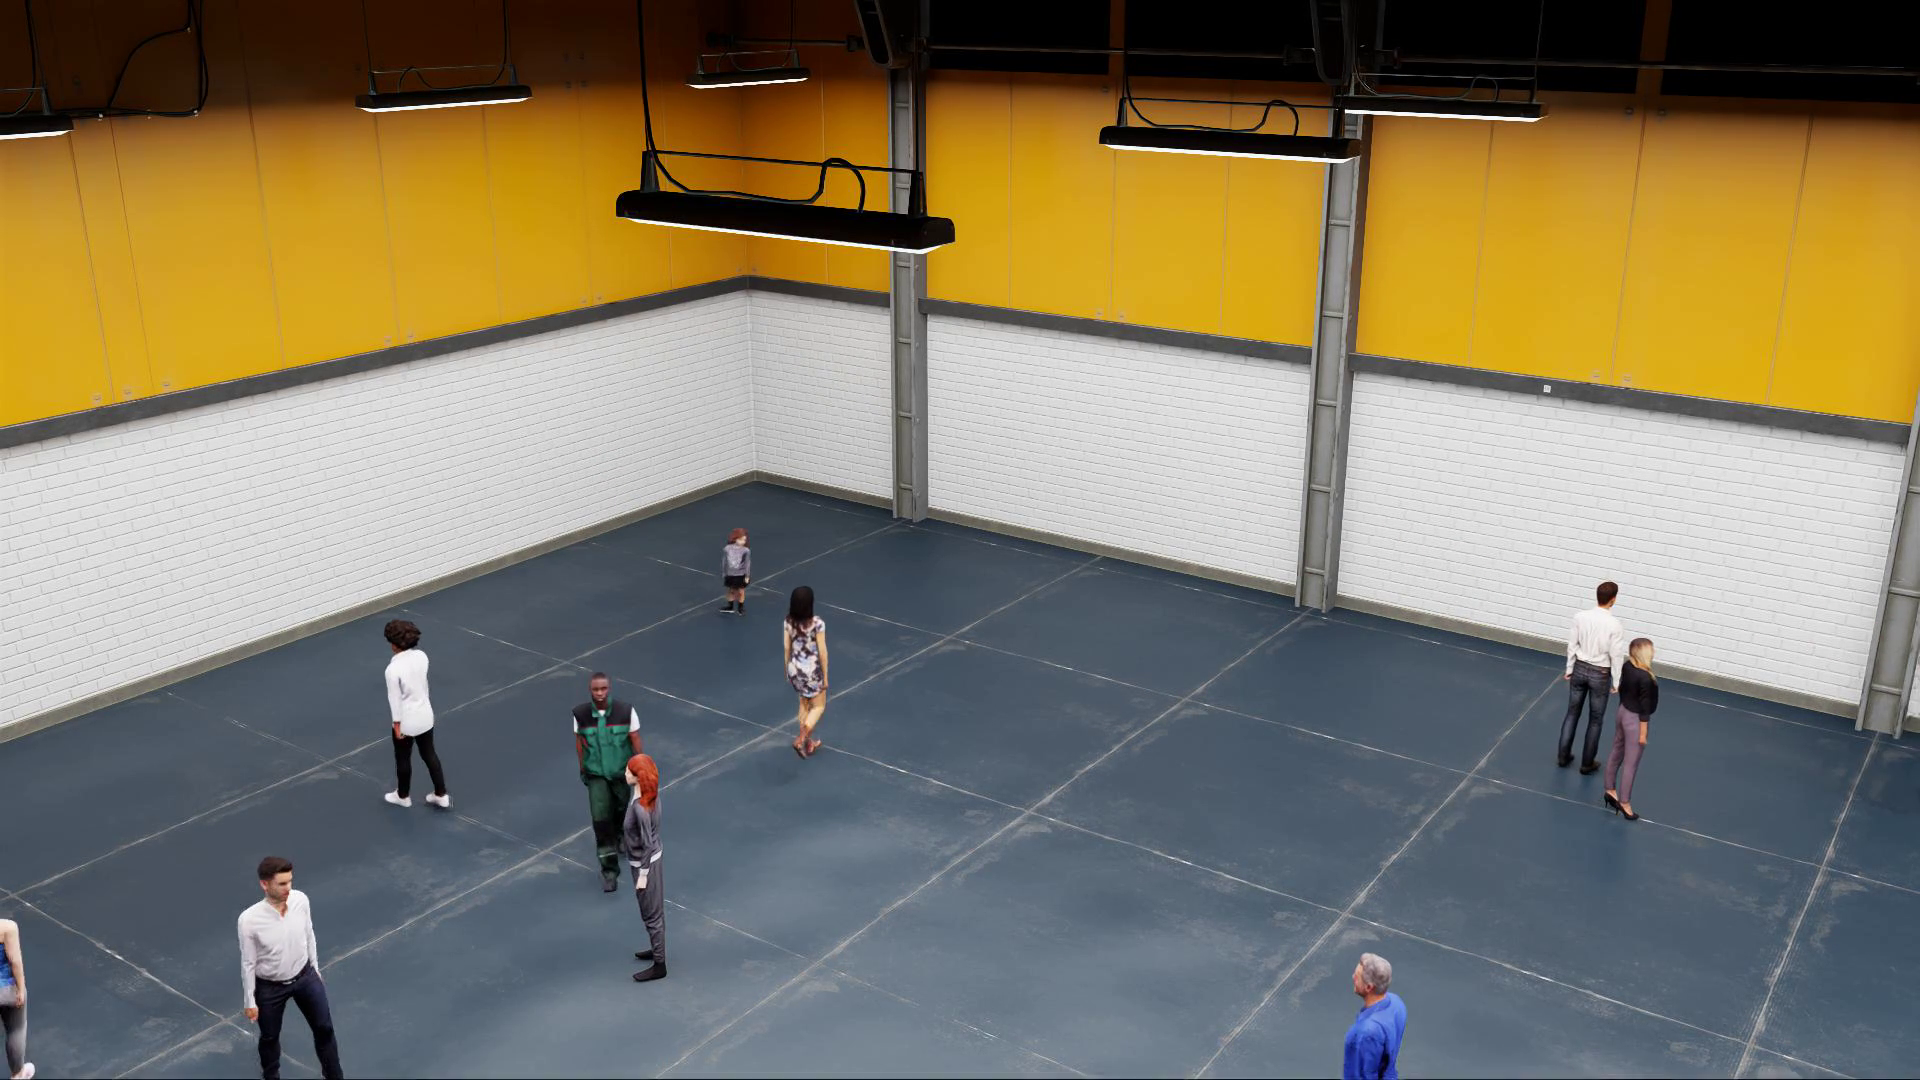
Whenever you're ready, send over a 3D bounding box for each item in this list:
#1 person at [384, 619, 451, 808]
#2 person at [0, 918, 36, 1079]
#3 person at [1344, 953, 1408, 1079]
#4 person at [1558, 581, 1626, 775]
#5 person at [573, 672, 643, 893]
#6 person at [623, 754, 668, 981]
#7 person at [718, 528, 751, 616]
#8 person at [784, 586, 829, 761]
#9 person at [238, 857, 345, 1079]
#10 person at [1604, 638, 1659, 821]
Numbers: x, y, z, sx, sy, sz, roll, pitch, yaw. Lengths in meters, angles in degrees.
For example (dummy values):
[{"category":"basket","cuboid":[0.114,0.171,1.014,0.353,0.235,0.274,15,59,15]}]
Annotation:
[{"category":"person","cuboid":[-4.794,1.547,14.705,0.847,1.800,0.661,10,21,28]},{"category":"person","cuboid":[-6.298,2.972,10.801,0.901,1.590,0.964,-3,19,-10]},{"category":"person","cuboid":[2.444,3.259,9.600,0.655,1.812,0.760,11,22,30]},{"category":"person","cuboid":[5.851,1.273,15.415,0.527,1.865,0.759,17,25,40]},{"category":"person","cuboid":[-2.879,1.894,13.686,1.205,1.791,1.281,-4,19,-10]},{"category":"person","cuboid":[-2.310,2.388,12.238,0.700,1.779,0.649,-3,19,-8]},{"category":"person","cuboid":[-2.622,0.360,19.349,0.555,1.086,0.694,7,20,19]},{"category":"person","cuboid":[-1.476,1.280,15.617,0.842,1.723,0.771,7,20,21]},{"category":"person","cuboid":[-4.418,2.850,10.776,0.950,1.838,0.960,-13,23,-34]},{"category":"person","cuboid":[5.898,1.637,14.637,0.719,1.672,0.674,-2,19,-5]}]
